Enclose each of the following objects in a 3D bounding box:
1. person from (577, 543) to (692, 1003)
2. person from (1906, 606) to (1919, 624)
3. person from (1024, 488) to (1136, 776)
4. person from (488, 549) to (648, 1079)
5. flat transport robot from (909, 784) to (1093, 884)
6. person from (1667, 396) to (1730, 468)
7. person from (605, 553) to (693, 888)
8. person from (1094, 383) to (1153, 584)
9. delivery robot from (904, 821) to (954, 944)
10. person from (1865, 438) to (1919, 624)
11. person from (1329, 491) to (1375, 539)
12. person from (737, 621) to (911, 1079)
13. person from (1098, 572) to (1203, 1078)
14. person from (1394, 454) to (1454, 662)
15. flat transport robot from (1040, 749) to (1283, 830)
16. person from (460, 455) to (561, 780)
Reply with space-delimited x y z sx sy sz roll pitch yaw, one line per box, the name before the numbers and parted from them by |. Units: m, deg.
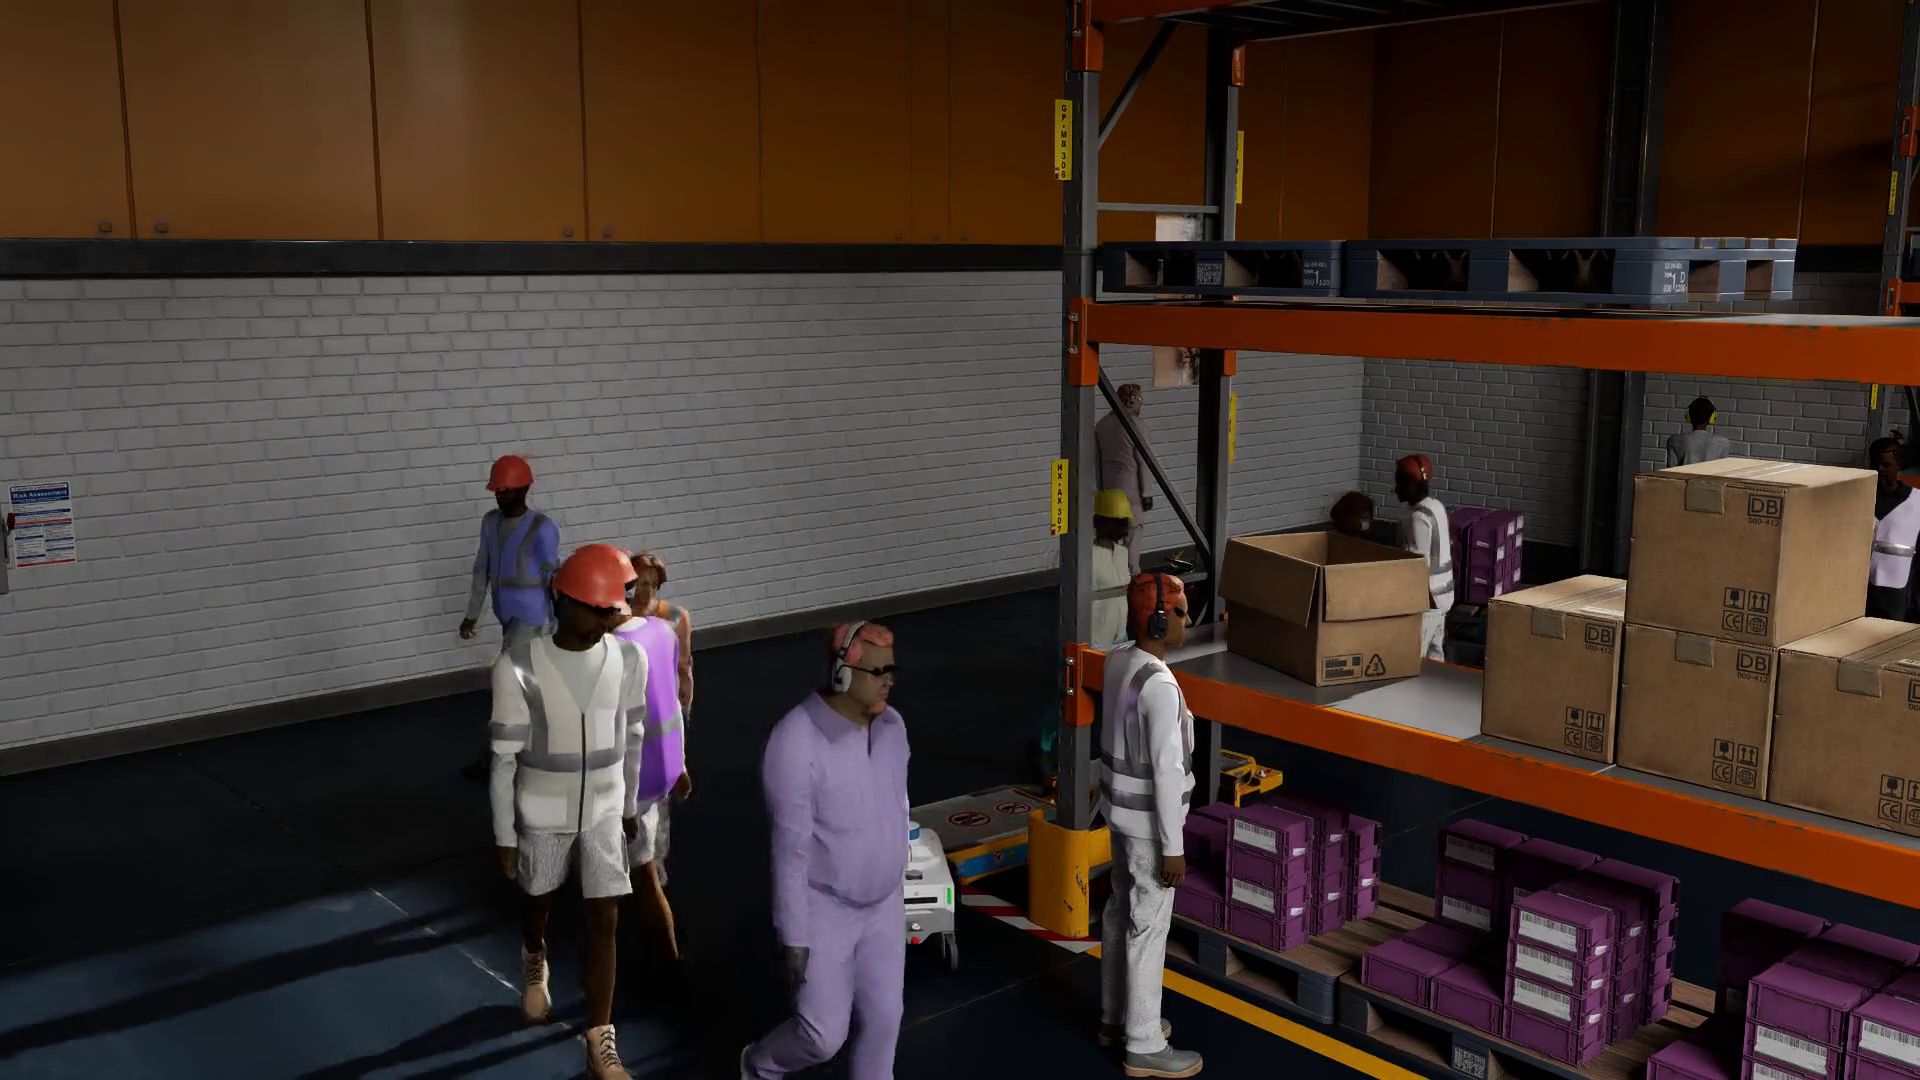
person | -1.342 0.951 6.682 0.553 1.906 0.574 3 10 18
person | 7.218 0.170 11.977 0.845 1.649 0.551 8 13 40
person | 0.770 0.555 9.496 0.819 1.737 0.523 8 13 39
person | -1.484 0.988 6.310 0.623 1.981 1.079 -5 11 -25
flat transport robot | -0.012 1.499 8.278 1.431 0.197 0.652 -7 12 -37
person | 6.179 -0.277 14.003 0.532 1.871 0.319 3 10 18
person | -1.572 0.875 8.023 0.560 1.613 0.615 -1 10 -5
person | 1.496 -0.451 14.926 0.401 1.904 0.640 -8 12 -39
delivery robot | -0.226 1.479 7.291 0.477 0.478 0.707 -1 10 -7
person | 5.746 0.307 10.443 0.596 1.917 0.374 7 12 36
person | 2.413 0.467 10.454 0.741 1.581 0.574 4 11 23
person | -0.420 1.176 5.455 0.640 1.880 0.654 8 13 41
person | 0.700 1.048 6.202 0.341 1.882 0.587 -2 10 -14
person | 2.808 0.400 10.067 0.358 1.870 0.742 5 11 28
flat transport robot | 1.094 1.342 9.195 1.431 0.197 0.652 -9 13 -42
person | -2.584 0.412 9.939 0.552 1.893 1.010 7 12 36
